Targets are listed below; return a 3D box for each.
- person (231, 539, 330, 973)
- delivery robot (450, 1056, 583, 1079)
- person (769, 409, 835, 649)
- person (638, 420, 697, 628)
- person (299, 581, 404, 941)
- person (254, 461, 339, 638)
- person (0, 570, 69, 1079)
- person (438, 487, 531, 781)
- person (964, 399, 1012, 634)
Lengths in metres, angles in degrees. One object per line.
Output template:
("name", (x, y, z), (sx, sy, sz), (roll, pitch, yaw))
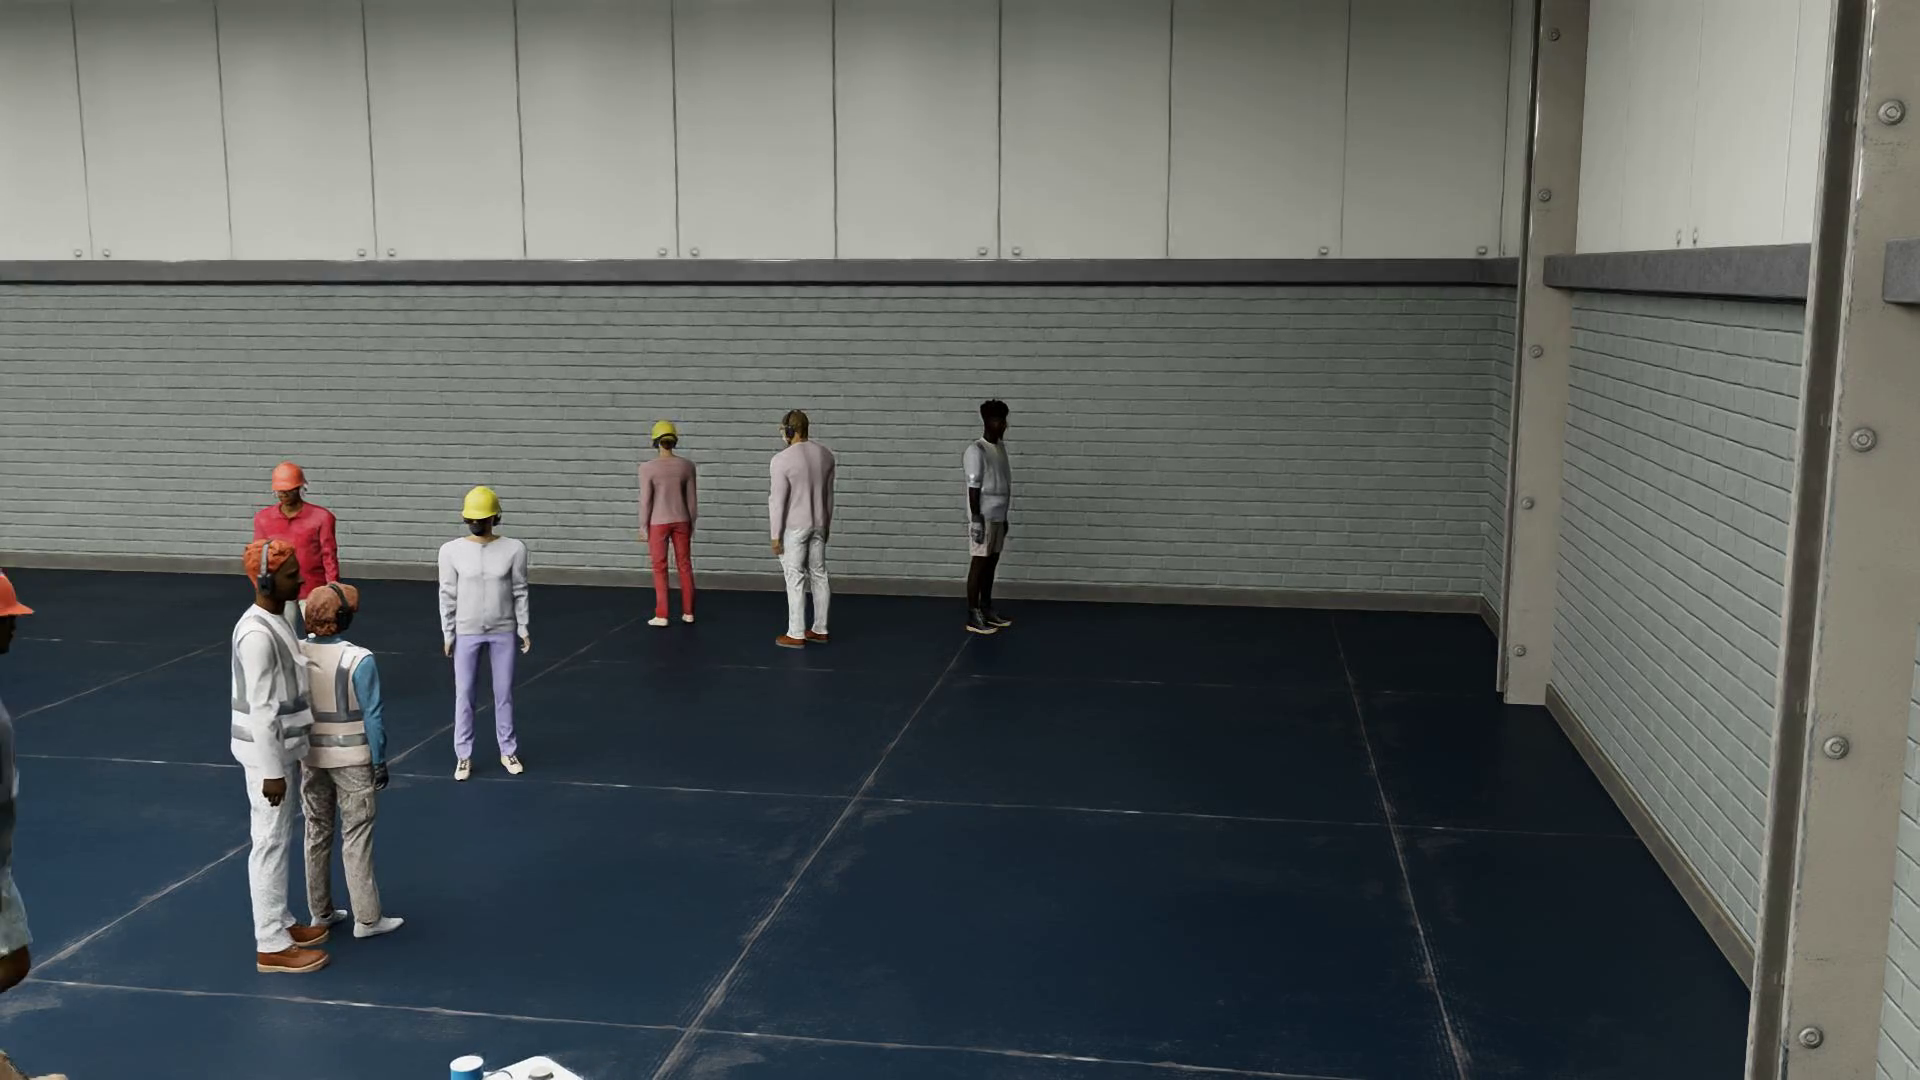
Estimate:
("person", (-2.978, 0.929, 7.254), (0.356, 1.881, 0.575), (-3, 10, -16))
("delivery robot", (-1.542, 1.871, 5.239), (0.477, 0.478, 0.707), (9, 13, 44))
("person", (-1.277, -0.084, 13.379), (0.376, 1.930, 0.632), (9, 13, 44))
("person", (-2.499, -0.138, 14.197), (0.533, 1.765, 0.330), (-6, 11, -33))
("person", (-2.815, 1.003, 7.542), (0.517, 1.641, 0.308), (3, 10, 20))
("person", (-4.538, 0.327, 11.381), (0.565, 1.745, 0.348), (-1, 9, -4))
("person", (-3.526, 1.094, 5.790), (0.676, 2.029, 0.623), (-9, 13, -44))
("person", (-2.832, 0.552, 9.947), (0.525, 1.765, 0.329), (-4, 10, -22))
("person", (0.249, -0.208, 14.014), (0.365, 1.962, 0.613), (4, 10, 25))
